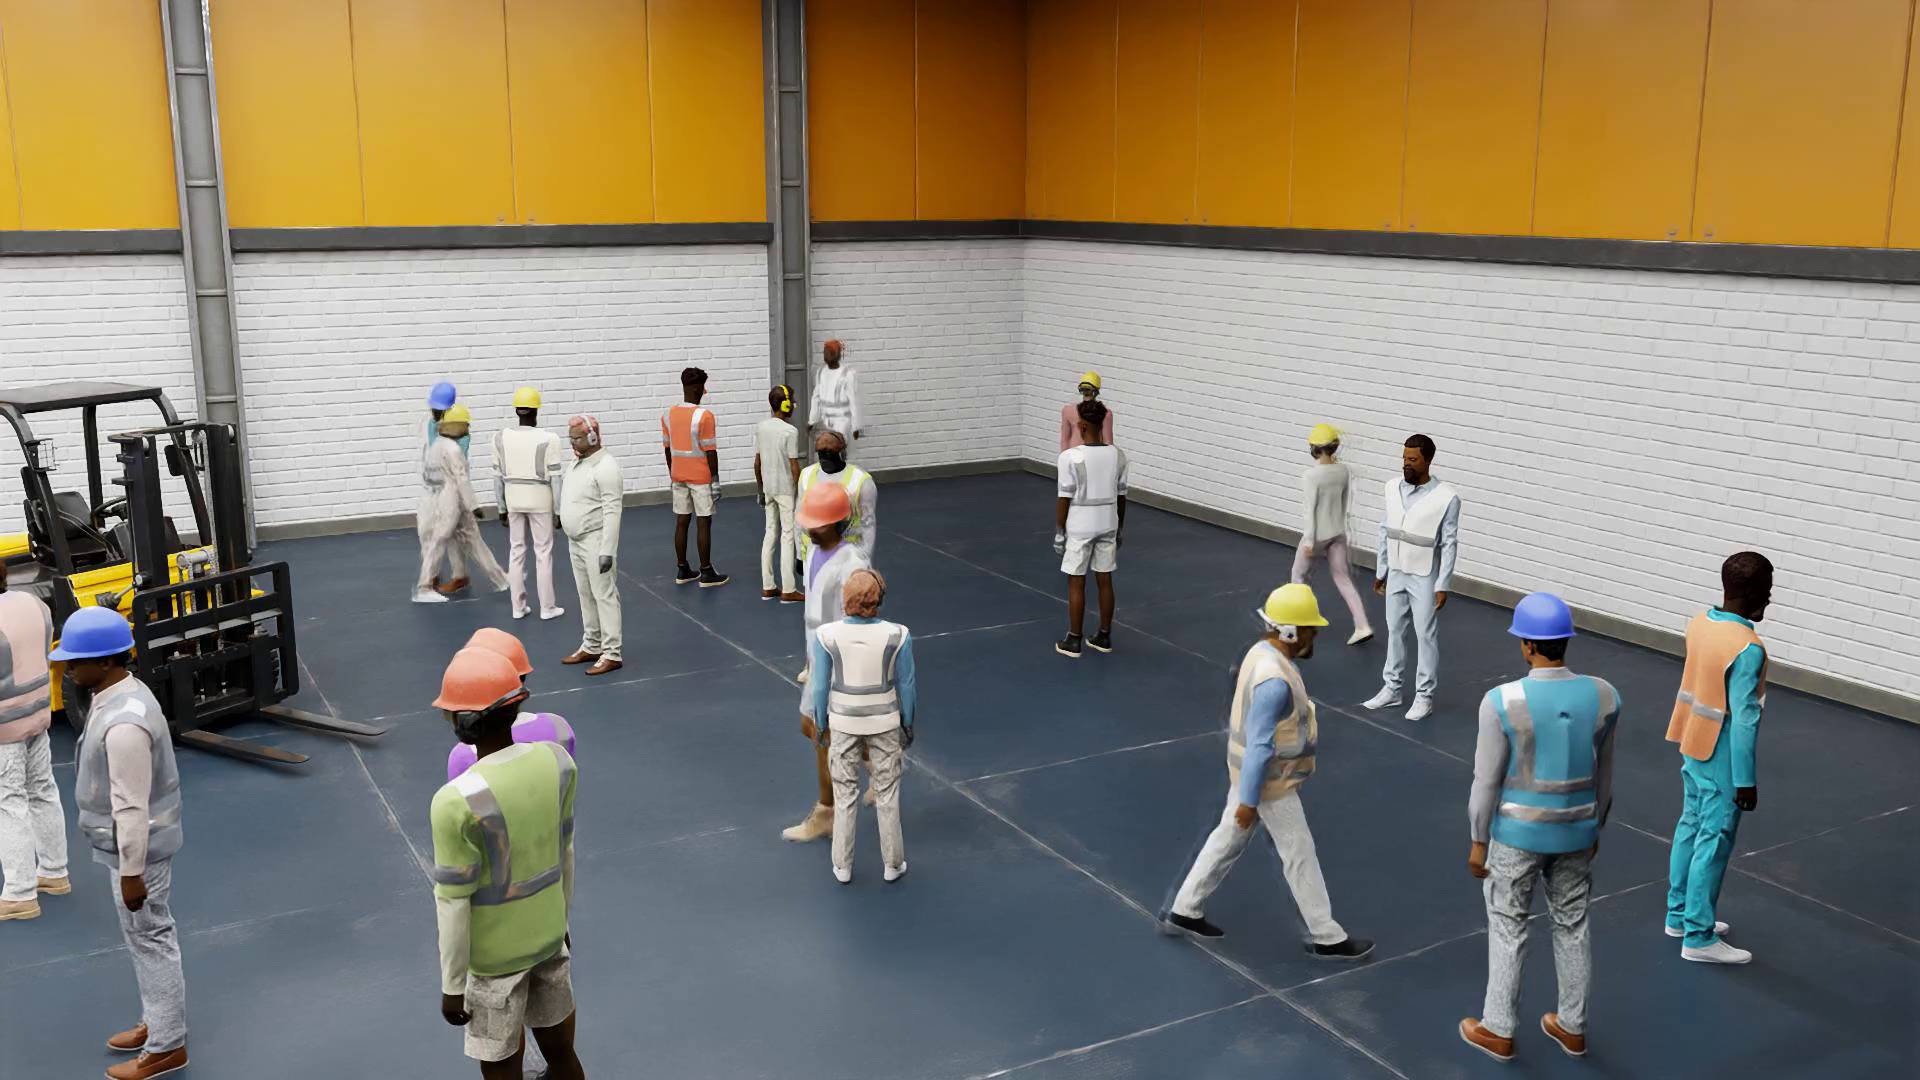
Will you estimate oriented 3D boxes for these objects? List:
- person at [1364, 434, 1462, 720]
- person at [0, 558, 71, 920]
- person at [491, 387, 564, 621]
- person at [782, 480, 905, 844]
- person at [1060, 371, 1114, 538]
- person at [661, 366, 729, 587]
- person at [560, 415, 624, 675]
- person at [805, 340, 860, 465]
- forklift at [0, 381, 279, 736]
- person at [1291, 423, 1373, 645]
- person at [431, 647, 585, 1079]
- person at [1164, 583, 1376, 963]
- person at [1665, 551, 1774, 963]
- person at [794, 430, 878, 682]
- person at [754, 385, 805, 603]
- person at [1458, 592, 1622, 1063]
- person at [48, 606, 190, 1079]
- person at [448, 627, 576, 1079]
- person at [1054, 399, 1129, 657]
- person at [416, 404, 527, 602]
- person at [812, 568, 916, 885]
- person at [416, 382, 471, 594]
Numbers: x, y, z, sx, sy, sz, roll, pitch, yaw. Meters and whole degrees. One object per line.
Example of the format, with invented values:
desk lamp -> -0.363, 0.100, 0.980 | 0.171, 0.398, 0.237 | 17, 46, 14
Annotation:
person -> 3.045, 0.237, 11.137 | 0.390, 1.920, 0.587 | -9, 15, -37
person -> -4.654, 0.928, 8.087 | 0.429, 1.839, 0.630 | 1, 12, 4
person -> -3.522, -0.295, 13.643 | 0.589, 1.918, 0.402 | 2, 12, 8
person -> -0.644, 0.643, 8.997 | 0.653, 2.022, 0.625 | -5, 13, -24
person -> 1.239, -0.769, 16.246 | 0.532, 1.756, 0.342 | 4, 13, 17
person -> -2.358, -0.560, 14.778 | 0.602, 1.959, 0.371 | 8, 14, 33
person -> -2.708, 0.026, 12.164 | 0.410, 1.905, 0.641 | -10, 15, -38
person -> -1.422, -1.302, 18.549 | 0.989, 1.831, 0.575 | -11, 16, -42
forklift -> -5.853, 0.085, 11.199 | 2.313, 2.155, 1.214 | 7, 14, 28
person -> 2.869, -0.046, 12.933 | 0.538, 1.727, 0.896 | -9, 15, -36
person -> -1.550, 1.354, 5.648 | 0.417, 2.034, 0.603 | 6, 13, 26
person -> 1.412, 1.058, 7.646 | 0.965, 1.779, 0.597 | 1, 12, 5
person -> 3.476, 0.988, 7.645 | 0.401, 1.911, 0.590 | 1, 12, 2
person -> -0.905, 0.129, 11.843 | 0.621, 1.838, 0.429 | 4, 13, 20
person -> -1.532, -0.392, 14.218 | 0.533, 1.864, 0.311 | 10, 15, 38
person -> 2.349, 1.166, 6.772 | 0.615, 1.935, 0.430 | -2, 12, -8
person -> -3.295, 1.199, 6.595 | 0.408, 1.942, 0.609 | -6, 14, -28
person -> -1.690, 1.274, 6.257 | 0.389, 1.930, 0.544 | 8, 15, 35
person -> 0.985, -0.090, 12.587 | 0.606, 1.960, 0.374 | -6, 14, -27
person -> -4.245, -0.311, 14.237 | 0.941, 1.689, 0.495 | -3, 12, -14
person -> -0.483, 0.953, 8.442 | 0.524, 1.639, 0.306 | 0, 12, -1
person -> -4.464, -0.432, 14.344 | 0.673, 1.890, 0.569 | 7, 14, 29
